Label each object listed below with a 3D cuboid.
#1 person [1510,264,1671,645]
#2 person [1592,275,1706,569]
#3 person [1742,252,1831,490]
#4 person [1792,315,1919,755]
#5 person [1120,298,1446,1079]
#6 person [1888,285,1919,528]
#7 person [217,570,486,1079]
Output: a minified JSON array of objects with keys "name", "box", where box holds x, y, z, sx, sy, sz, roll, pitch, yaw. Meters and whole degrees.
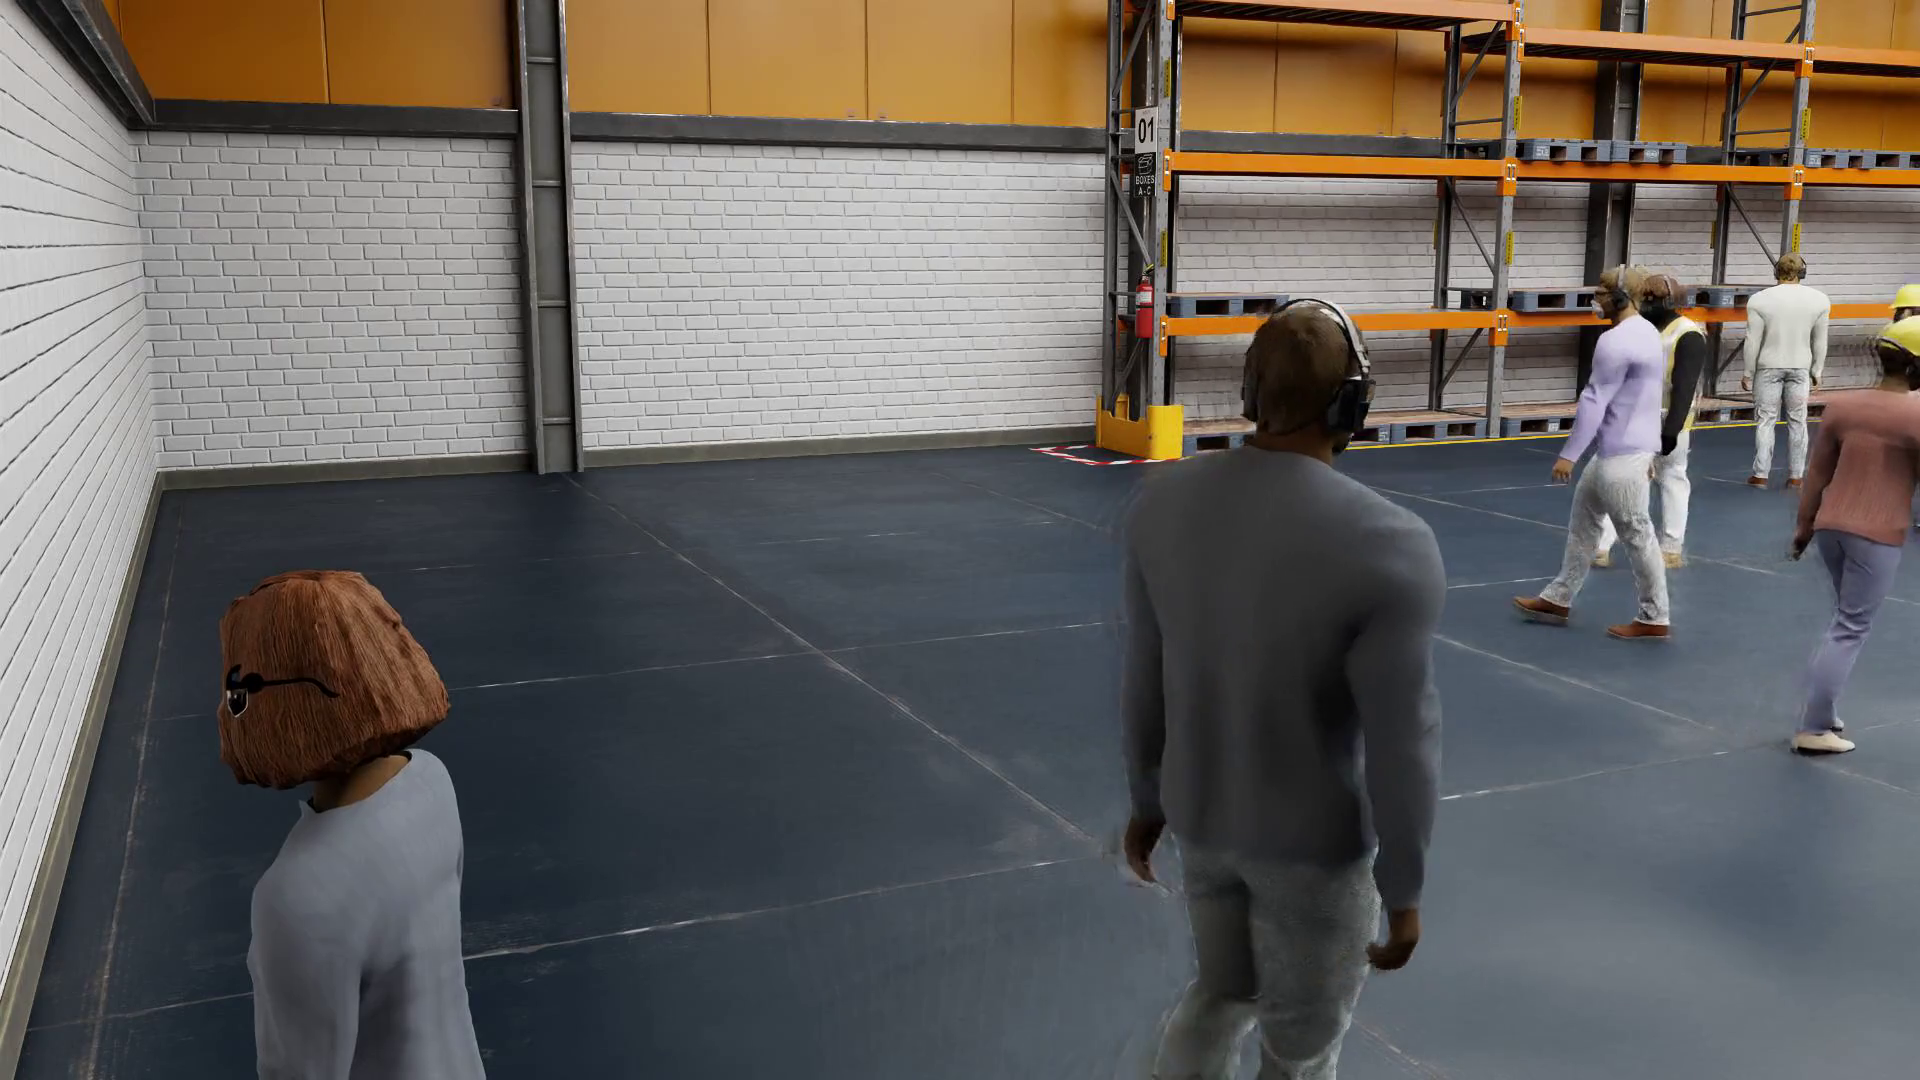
[{"name":"person","box":[3.256,-0.440,8.504,0.948,1.901,0.649,6,12,32]},{"name":"person","box":[4.144,-0.699,10.180,0.834,1.811,0.661,-3,11,-18]},{"name":"person","box":[6.727,-1.374,13.606,0.630,1.935,0.369,2,10,13]},{"name":"person","box":[3.564,-0.007,6.531,0.539,1.736,0.527,-3,11,-19]},{"name":"person","box":[0.538,0.539,2.976,0.649,1.927,0.506,10,14,44]},{"name":"person","box":[6.667,-0.930,11.750,0.894,1.718,0.528,1,10,6]},{"name":"person","box":[-0.757,0.838,2.155,0.280,1.625,0.493,1,10,3]}]
